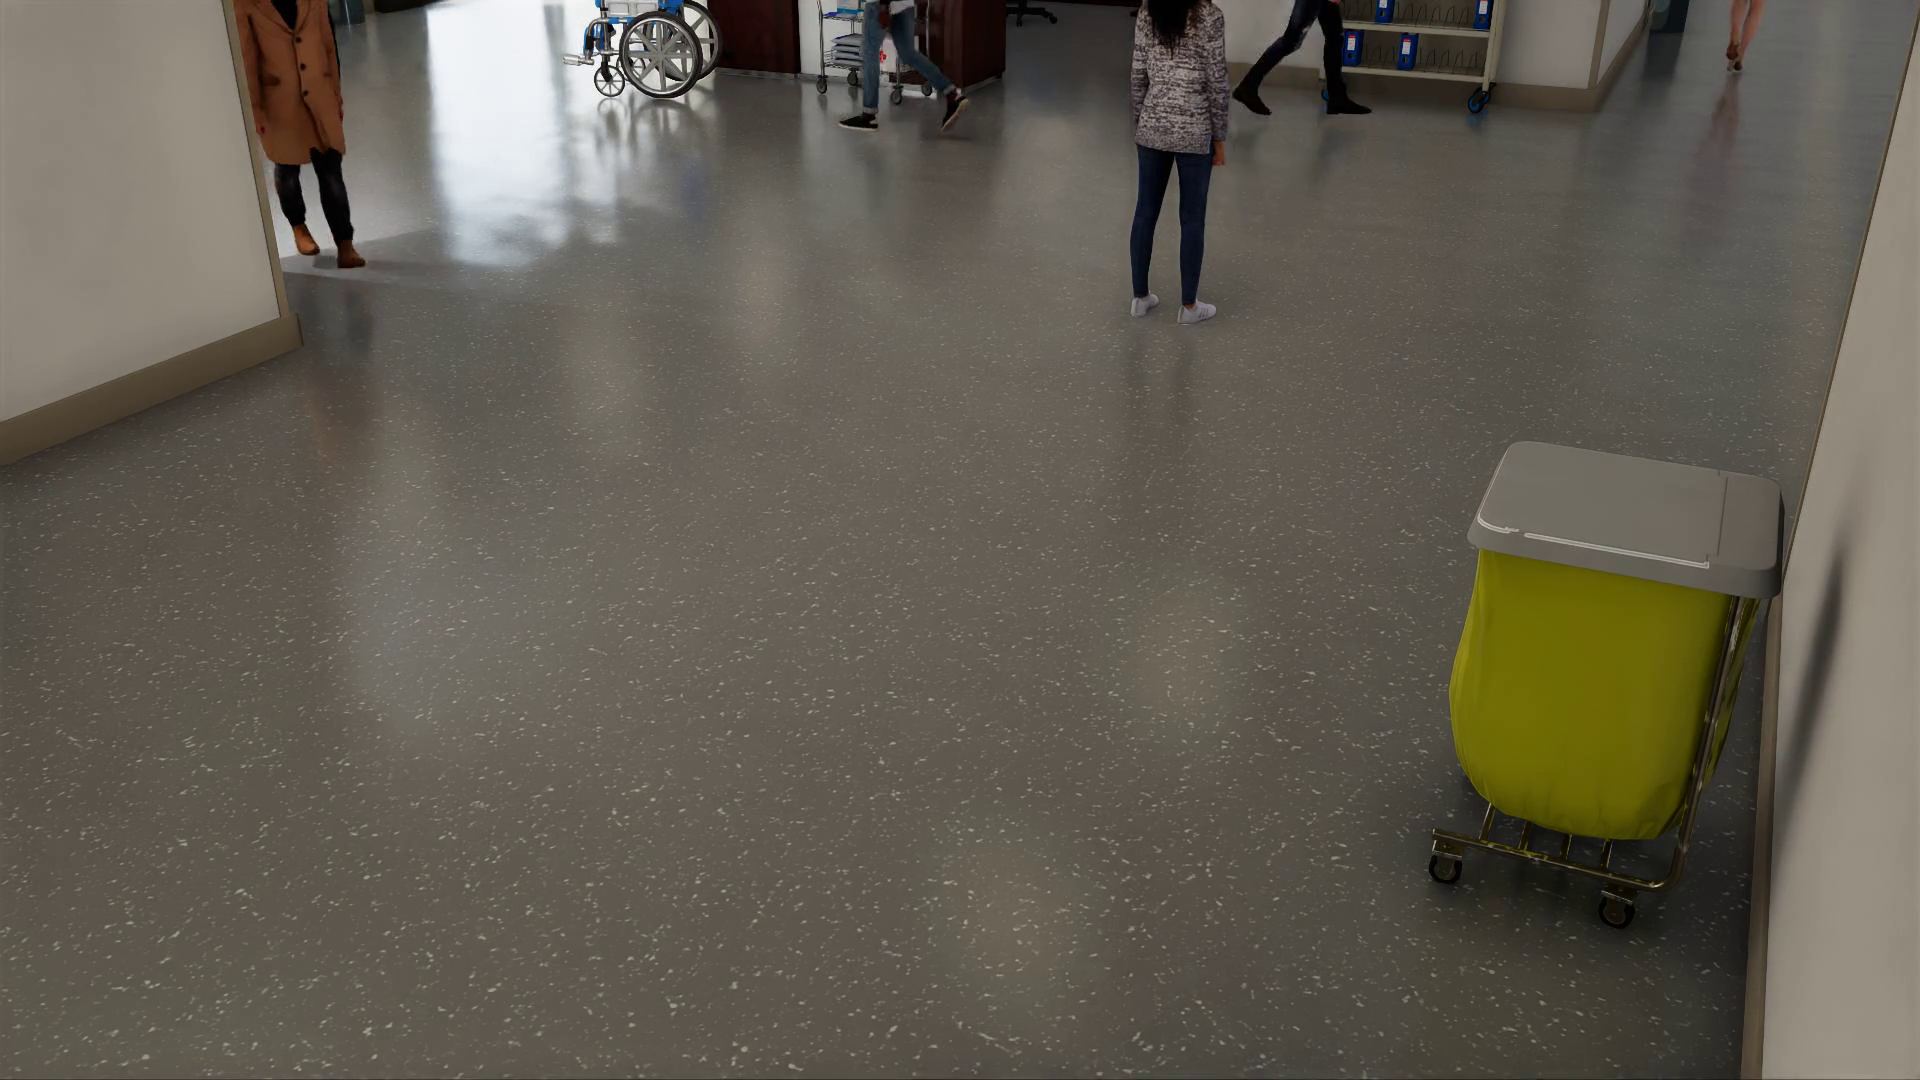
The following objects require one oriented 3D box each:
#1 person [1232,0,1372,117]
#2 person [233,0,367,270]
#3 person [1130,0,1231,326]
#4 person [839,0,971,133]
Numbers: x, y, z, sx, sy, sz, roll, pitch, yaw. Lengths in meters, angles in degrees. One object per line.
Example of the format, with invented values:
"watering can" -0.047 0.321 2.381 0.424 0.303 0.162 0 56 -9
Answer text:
"person" 2.365 -3.859 11.548 1.261 1.864 0.829 6 26 12
"person" -3.330 -2.192 8.249 1.019 1.684 1.213 -17 31 -31
"person" 0.977 -1.856 7.544 0.496 1.733 0.693 15 30 29
"person" -0.360 -3.595 11.085 1.171 1.790 0.732 10 27 19
